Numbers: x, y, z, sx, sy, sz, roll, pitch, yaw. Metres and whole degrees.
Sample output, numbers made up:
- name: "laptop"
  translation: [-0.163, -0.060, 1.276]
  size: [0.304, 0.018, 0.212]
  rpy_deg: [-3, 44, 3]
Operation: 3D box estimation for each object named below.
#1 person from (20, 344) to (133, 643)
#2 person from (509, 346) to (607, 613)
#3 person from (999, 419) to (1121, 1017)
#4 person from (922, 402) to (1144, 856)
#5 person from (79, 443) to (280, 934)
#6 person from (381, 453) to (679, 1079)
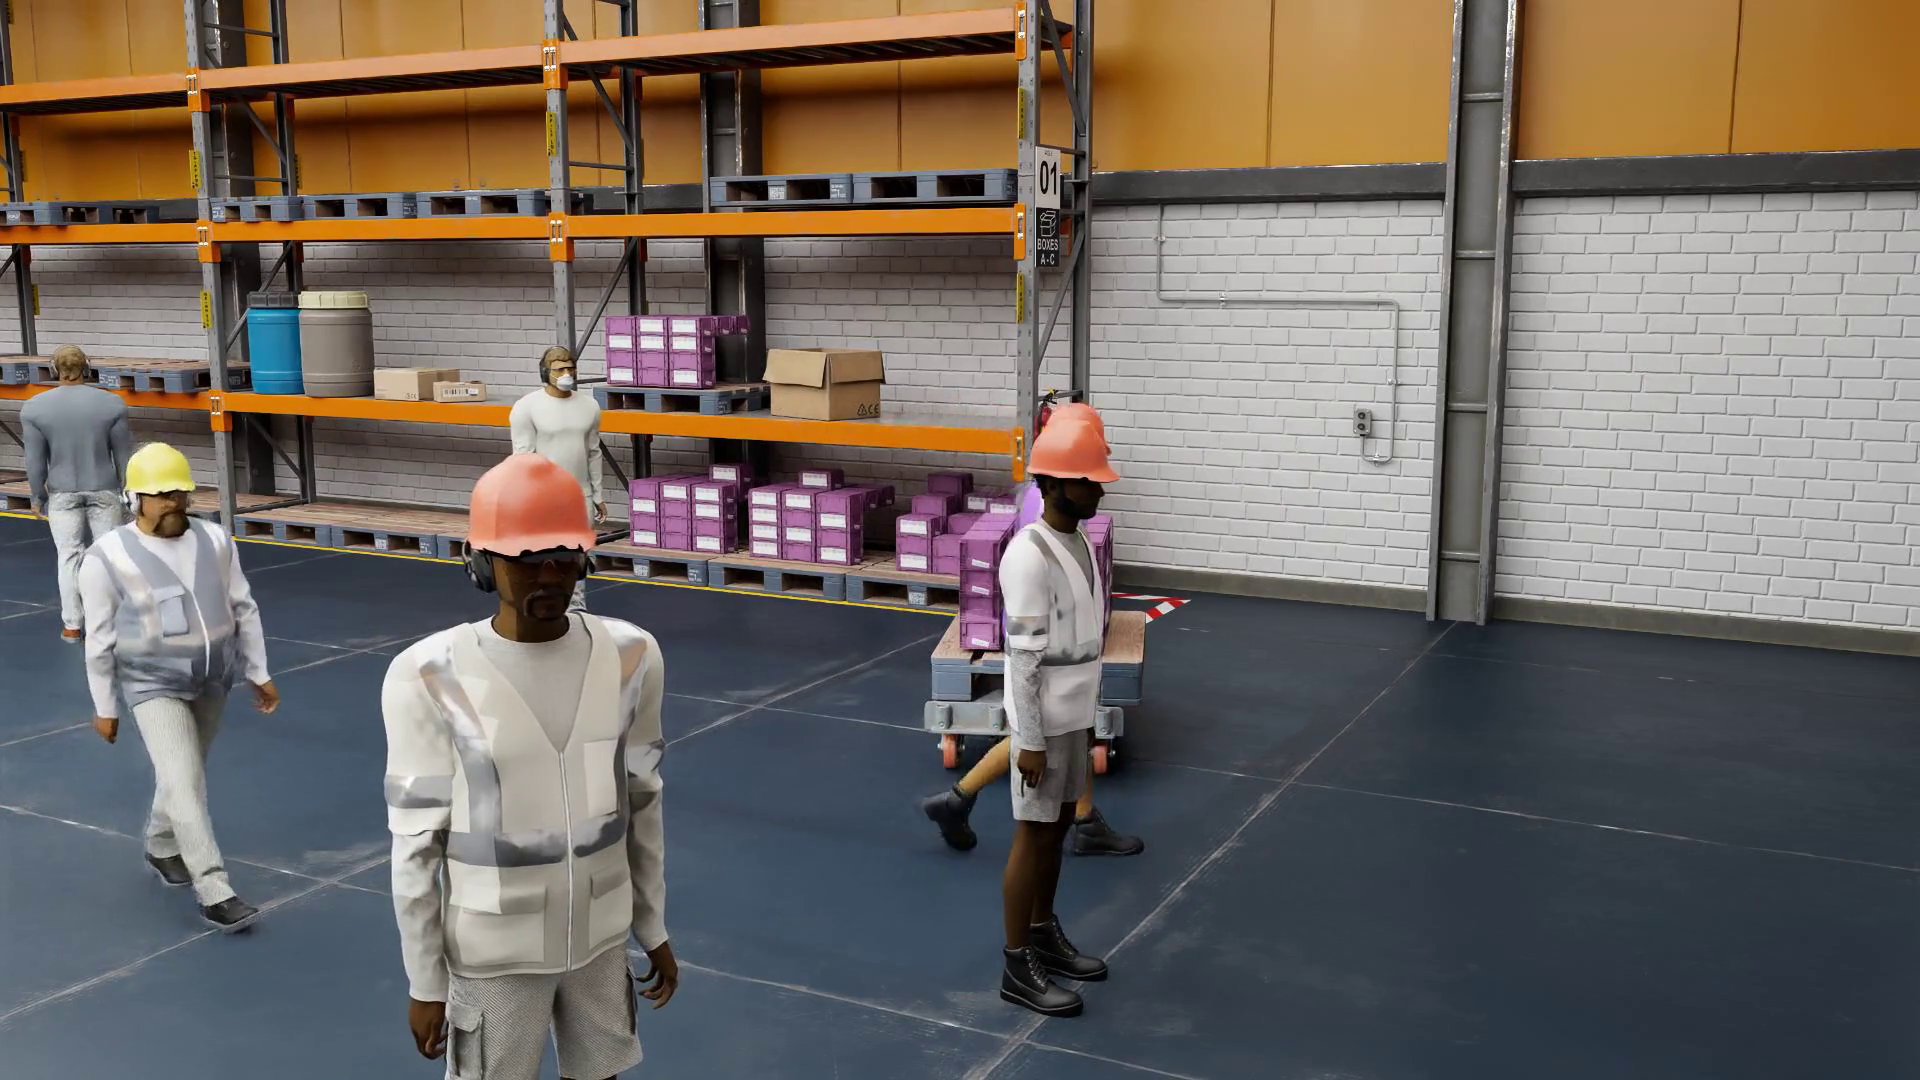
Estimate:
- name: "person"
  translation: [-5.702, -0.297, 10.807]
  size: [0.629, 1.937, 0.373]
  rpy_deg: [-5, 11, -29]
- name: "person"
  translation: [-2.519, -0.254, 10.527]
  size: [0.627, 1.940, 0.373]
  rpy_deg: [-9, 13, -44]
- name: "person"
  translation: [0.338, 0.569, 5.461]
  size: [0.374, 1.935, 0.552]
  rpy_deg: [4, 10, 23]
- name: "person"
  translation: [0.299, 0.387, 6.759]
  size: [0.867, 1.884, 0.574]
  rpy_deg: [-1, 9, -7]
- name: "person"
  translation: [-2.919, 0.521, 6.233]
  size: [0.934, 1.787, 0.585]
  rpy_deg: [6, 11, 32]
- name: "person"
  translation: [-0.870, 0.834, 3.499]
  size: [0.608, 2.044, 0.370]
  rpy_deg: [-7, 12, -38]
